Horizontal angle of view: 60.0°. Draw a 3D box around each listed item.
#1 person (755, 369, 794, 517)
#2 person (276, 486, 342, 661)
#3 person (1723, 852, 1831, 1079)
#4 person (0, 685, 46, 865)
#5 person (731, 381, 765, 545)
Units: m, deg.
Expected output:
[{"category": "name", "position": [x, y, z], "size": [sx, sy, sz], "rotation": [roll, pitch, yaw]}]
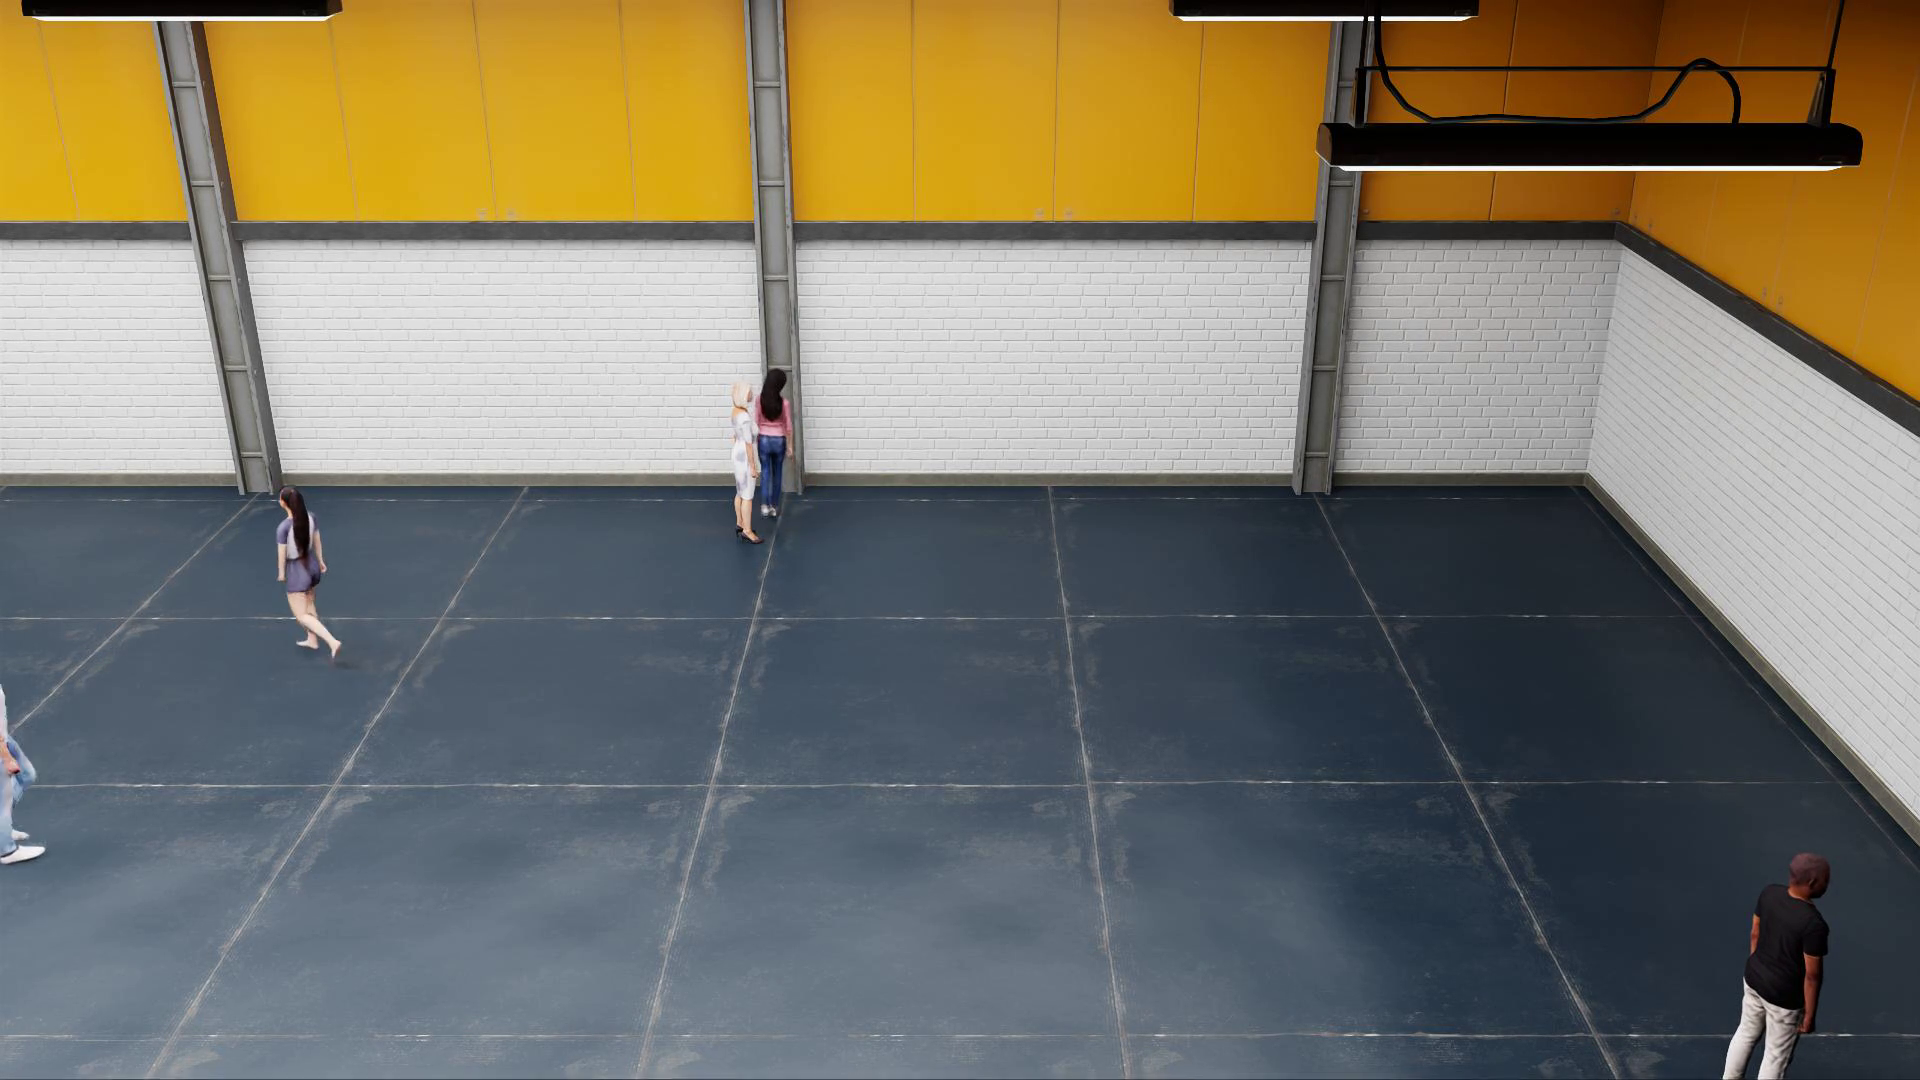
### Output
[{"category": "person", "position": [-2.008, -0.999, 17.840], "size": [0.671, 1.712, 0.685], "rotation": [-1, 24, -3]}, {"category": "person", "position": [-5.841, 0.323, 14.921], "size": [0.989, 1.628, 0.801], "rotation": [10, 25, 21]}, {"category": "person", "position": [4.684, 2.581, 9.537], "size": [0.701, 1.803, 0.727], "rotation": [-7, 24, -15]}, {"category": "person", "position": [-7.033, 1.520, 11.917], "size": [0.810, 1.840, 0.790], "rotation": [-12, 27, -26]}, {"category": "person", "position": [-2.252, -0.824, 17.393], "size": [0.634, 1.749, 0.637], "rotation": [-10, 26, -22]}]
